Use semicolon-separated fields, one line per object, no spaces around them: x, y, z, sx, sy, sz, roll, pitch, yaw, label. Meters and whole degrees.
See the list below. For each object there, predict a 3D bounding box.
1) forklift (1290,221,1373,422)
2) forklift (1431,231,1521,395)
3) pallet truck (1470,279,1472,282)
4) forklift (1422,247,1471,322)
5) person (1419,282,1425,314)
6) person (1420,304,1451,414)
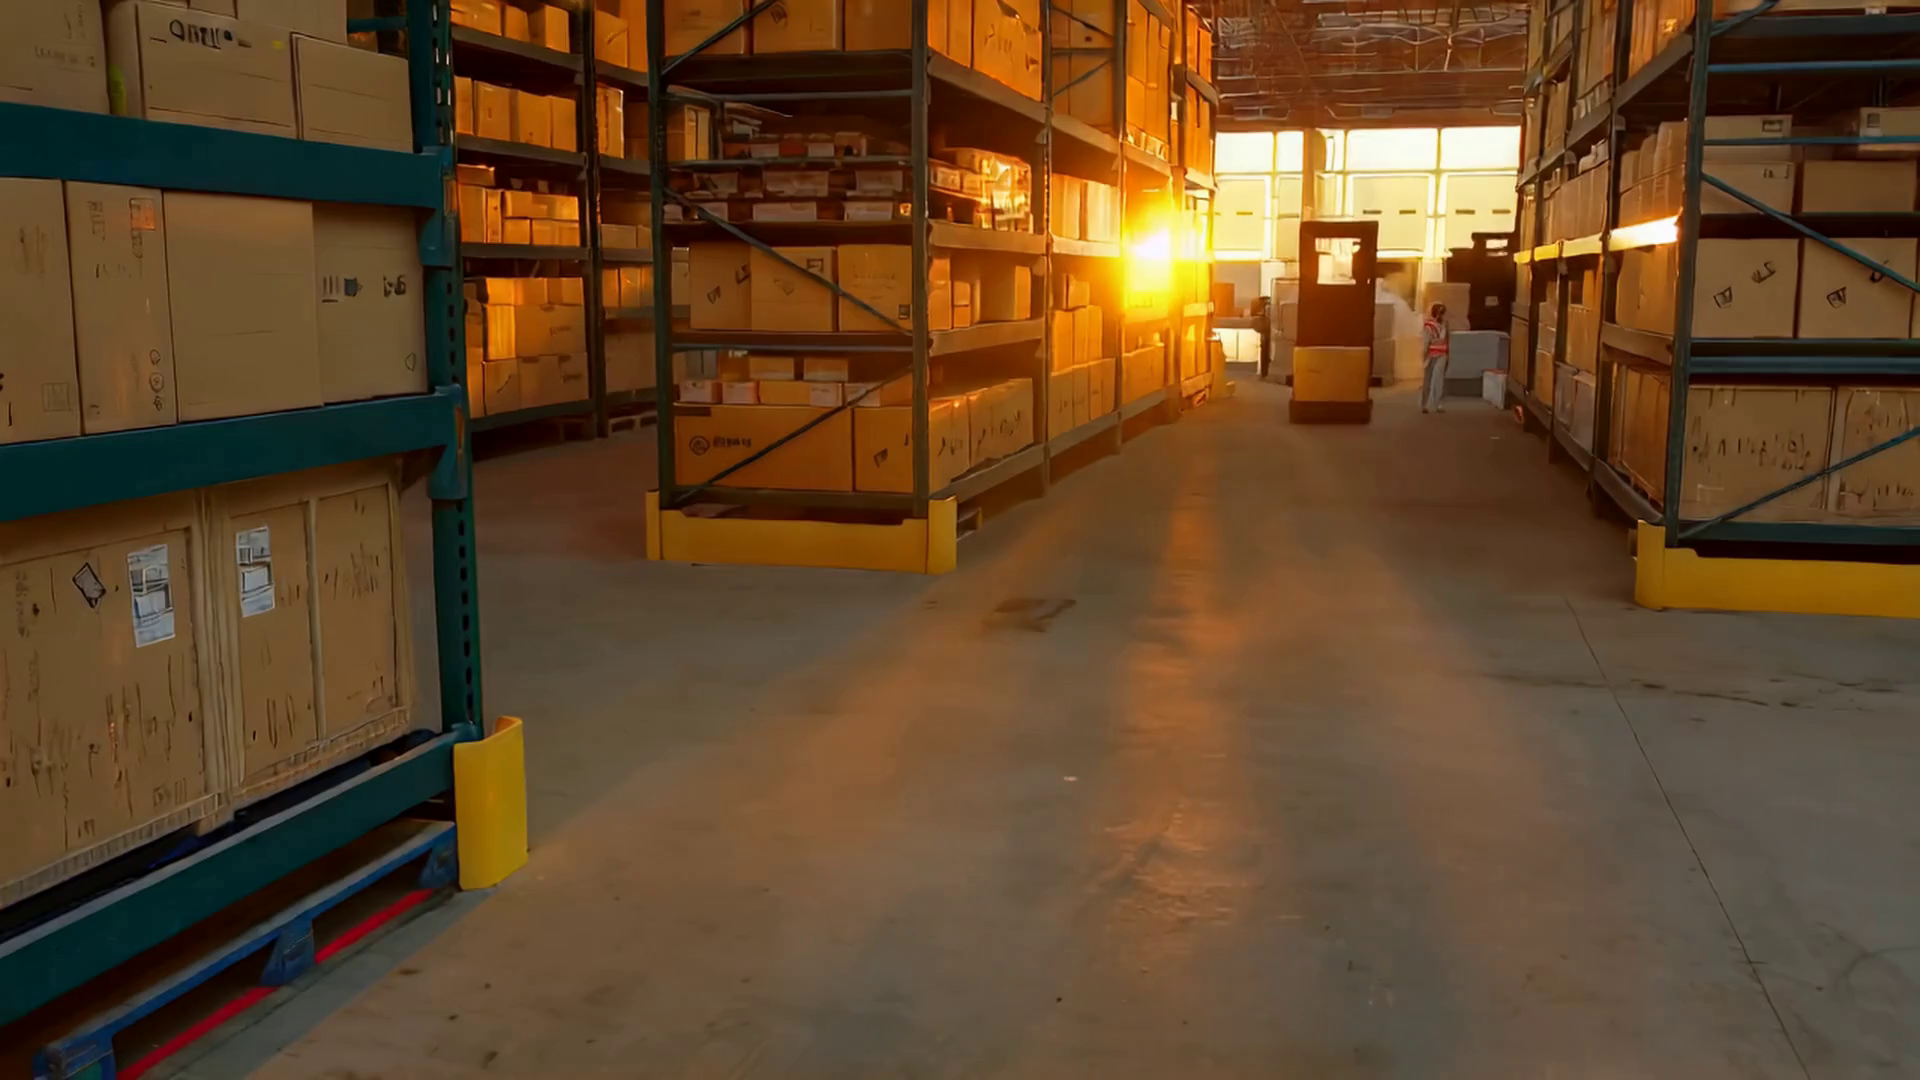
5.342;-3.136;23.694;1.129;2.768;1.873;2;9;15;forklift
9.325;-3.983;29.078;1.873;2.768;1.129;-5;10;-30;forklift
18.896;-8.459;60.307;1.885;1.965;0.823;5;10;31;pallet truck
12.944;-6.205;43.194;1.873;2.768;1.129;1;9;7;forklift
13.898;-6.725;49.573;0.509;1.932;0.669;-3;9;-17;person
7.093;-2.692;24.806;0.522;1.638;0.310;-4;10;-25;person
